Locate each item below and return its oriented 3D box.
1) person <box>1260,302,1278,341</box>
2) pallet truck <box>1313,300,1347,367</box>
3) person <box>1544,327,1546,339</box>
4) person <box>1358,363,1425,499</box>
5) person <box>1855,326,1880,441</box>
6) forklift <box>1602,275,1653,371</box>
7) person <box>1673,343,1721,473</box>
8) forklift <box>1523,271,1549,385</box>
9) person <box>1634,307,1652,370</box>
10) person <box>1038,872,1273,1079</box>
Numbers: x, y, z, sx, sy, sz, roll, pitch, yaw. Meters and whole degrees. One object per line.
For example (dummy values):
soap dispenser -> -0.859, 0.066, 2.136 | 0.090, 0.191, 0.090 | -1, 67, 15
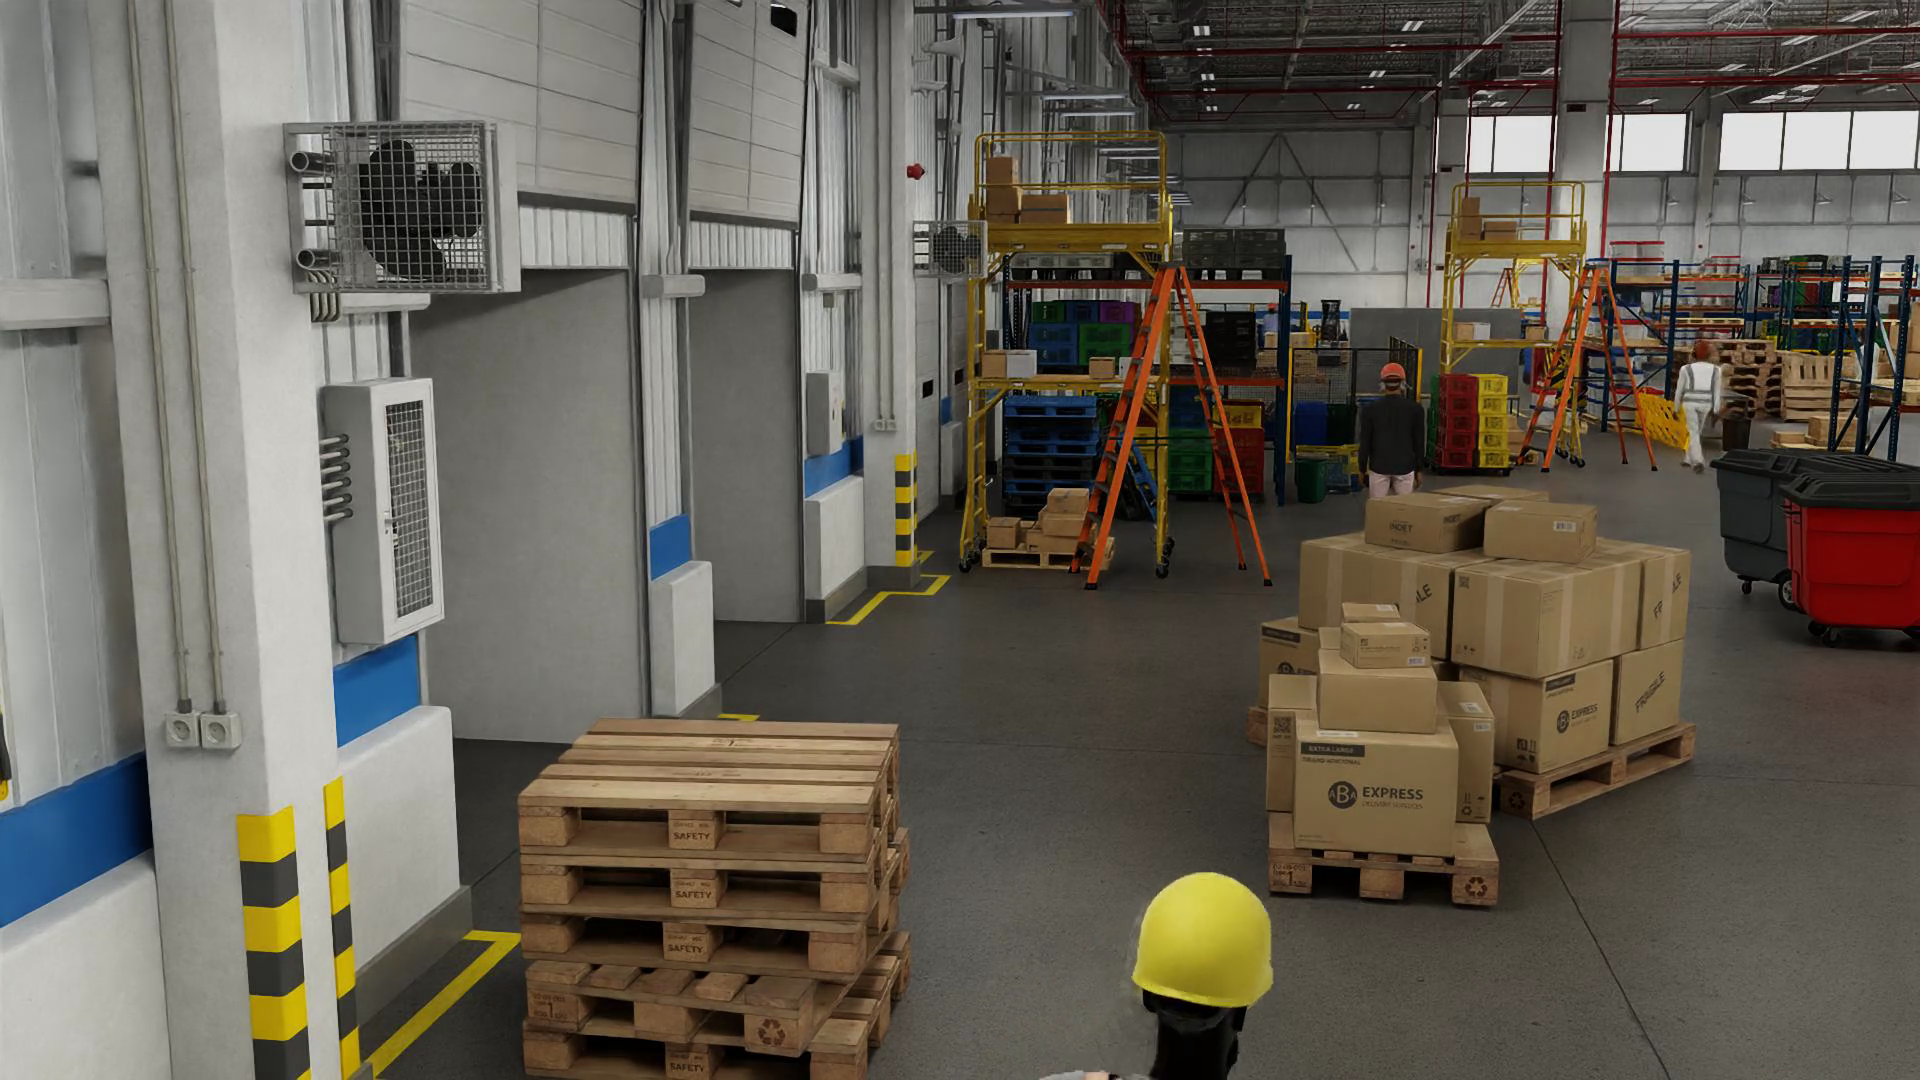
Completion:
person -> 9.175, -6.077, 49.163 | 0.544, 1.922, 0.491 | 7, 11, 35
pallet truck -> 11.159, -6.200, 49.718 | 0.823, 1.965, 1.885 | 4, 10, 26
person -> 15.809, -5.166, 44.481 | 0.547, 1.612, 0.650 | 2, 9, 12
person -> 4.037, -0.661, 15.595 | 0.610, 1.986, 0.392 | 1, 9, 8
person -> 15.054, -2.596, 27.692 | 0.372, 1.934, 0.627 | 9, 13, 44
forklift -> 18.328, -6.129, 46.565 | 1.873, 2.768, 1.129 | -3, 10, -19
person -> 10.442, -1.876, 23.559 | 0.585, 1.843, 0.959 | 0, 9, 2
forklift -> 14.669, -5.121, 40.350 | 1.129, 2.768, 1.873 | -2, 9, -13
person -> 17.686, -5.160, 43.561 | 0.643, 1.908, 0.832 | -1, 9, -9
person -> 0.335, 1.476, 2.701 | 0.594, 1.894, 0.892 | 3, 10, 18
